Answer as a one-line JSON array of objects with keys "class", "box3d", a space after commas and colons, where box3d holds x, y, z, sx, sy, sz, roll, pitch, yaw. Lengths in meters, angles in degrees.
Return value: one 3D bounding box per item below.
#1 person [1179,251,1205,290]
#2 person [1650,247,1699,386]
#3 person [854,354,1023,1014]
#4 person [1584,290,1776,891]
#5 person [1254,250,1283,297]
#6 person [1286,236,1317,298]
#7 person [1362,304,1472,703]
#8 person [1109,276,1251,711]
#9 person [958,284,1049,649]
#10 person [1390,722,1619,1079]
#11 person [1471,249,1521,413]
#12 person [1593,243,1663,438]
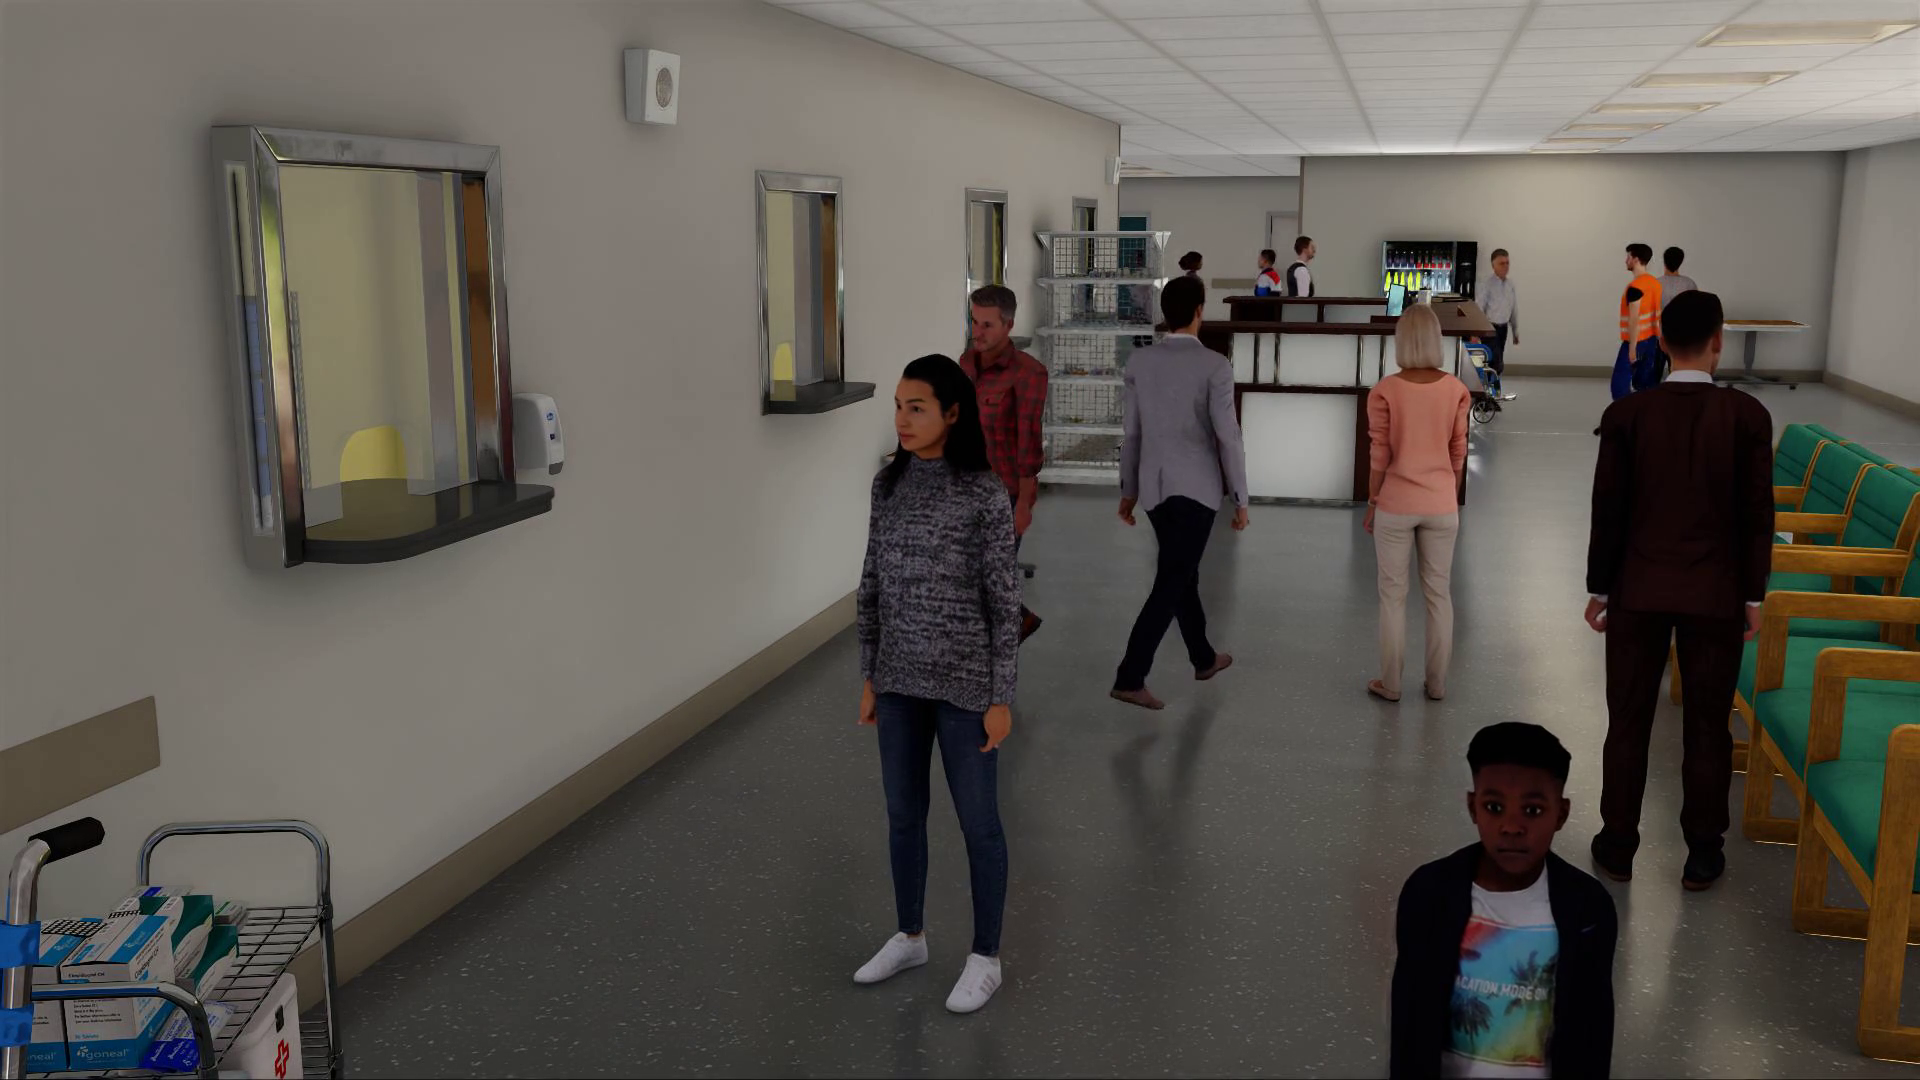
[{"class": "person", "box3d": [2.916, -2.873, 21.575, 0.849, 1.705, 0.628, 2, 11, 11]}, {"class": "person", "box3d": [7.050, -1.991, 16.562, 0.590, 1.843, 0.779, 0, 11, -3]}, {"class": "person", "box3d": [-0.050, 0.371, 4.409, 0.570, 1.732, 0.740, 7, 13, 32]}, {"class": "person", "box3d": [2.228, 0.160, 5.168, 0.585, 1.863, 0.770, 5, 12, 23]}, {"class": "person", "box3d": [3.796, -2.620, 20.180, 1.115, 1.729, 0.907, 8, 13, 37]}, {"class": "person", "box3d": [3.647, -2.370, 18.344, 1.000, 1.922, 0.841, -1, 11, -4]}, {"class": "person", "box3d": [1.977, -0.159, 7.225, 0.557, 1.724, 0.718, 0, 11, -1]}, {"class": "person", "box3d": [0.868, -0.156, 7.015, 1.298, 1.797, 1.138, 9, 14, 41]}, {"class": "person", "box3d": [0.227, -0.215, 7.307, 0.996, 1.802, 0.930, -6, 13, -31]}, {"class": "person", "box3d": [0.900, 0.910, 2.805, 0.457, 1.271, 0.565, 3, 11, 13]}, {"class": "person", "box3d": [5.758, -2.263, 18.148, 0.889, 1.786, 0.944, -8, 13, -35]}, {"class": "person", "box3d": [6.553, -1.861, 15.836, 0.994, 1.858, 1.164, -10, 15, -43]}]
